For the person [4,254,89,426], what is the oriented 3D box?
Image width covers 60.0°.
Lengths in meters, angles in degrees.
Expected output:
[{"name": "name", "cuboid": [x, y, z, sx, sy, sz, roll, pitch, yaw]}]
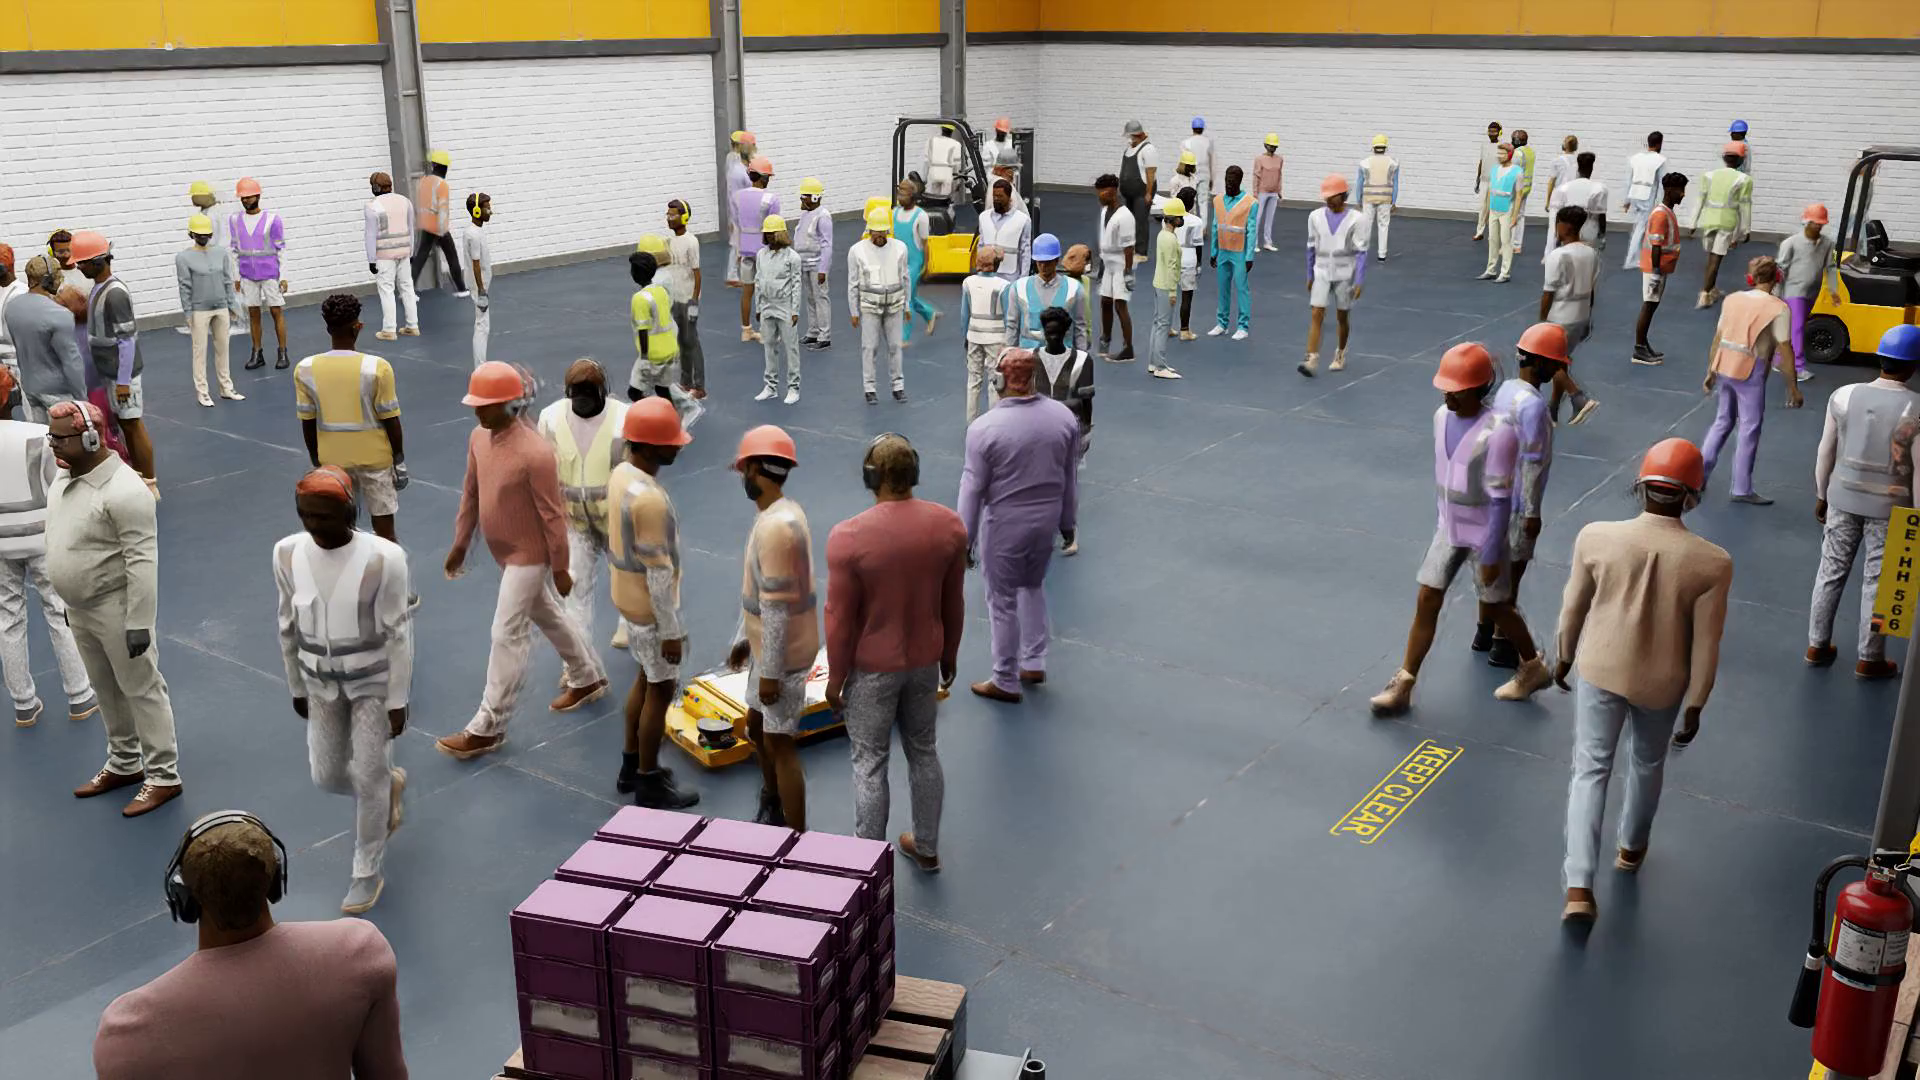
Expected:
[{"name": "person", "cuboid": [-6.354, -1.036, 11.692, 0.637, 1.928, 0.387, 9, 20, 26]}]

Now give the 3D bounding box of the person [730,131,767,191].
[{"name": "person", "cuboid": [-2.930, -4.712, 23.179, 0.579, 1.930, 0.587, 10, 20, 28]}]

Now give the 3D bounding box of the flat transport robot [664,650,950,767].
[{"name": "flat transport robot", "cuboid": [-0.817, 0.801, 8.613, 1.431, 0.197, 0.652, -13, 22, -34]}]

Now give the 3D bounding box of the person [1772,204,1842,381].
[{"name": "person", "cuboid": [8.368, -2.437, 16.394, 0.570, 1.716, 0.773, -5, 18, -14]}]

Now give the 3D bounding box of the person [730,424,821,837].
[{"name": "person", "cuboid": [-0.778, 0.466, 7.062, 0.382, 1.877, 0.631, -3, 18, -8]}]

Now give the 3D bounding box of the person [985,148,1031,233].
[{"name": "person", "cuboid": [0.552, -3.472, 19.116, 0.536, 2.000, 0.688, -1, 18, -2]}]

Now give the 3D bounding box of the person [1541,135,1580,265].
[{"name": "person", "cuboid": [8.616, -4.828, 23.701, 0.501, 1.835, 0.343, 0, 18, -1]}]

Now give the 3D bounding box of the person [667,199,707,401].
[{"name": "person", "cuboid": [-2.585, -2.227, 15.491, 0.325, 1.876, 0.524, -12, 22, -34]}]

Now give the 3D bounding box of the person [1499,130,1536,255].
[{"name": "person", "cuboid": [8.284, -5.176, 24.792, 0.429, 1.833, 0.634, 16, 24, 41]}]

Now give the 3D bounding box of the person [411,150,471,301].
[{"name": "person", "cuboid": [-6.605, -3.923, 20.838, 0.621, 1.871, 1.026, 14, 23, 37]}]

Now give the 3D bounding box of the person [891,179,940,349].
[{"name": "person", "cuboid": [-0.491, -2.987, 17.965, 0.725, 1.819, 0.548, -16, 24, -41]}]

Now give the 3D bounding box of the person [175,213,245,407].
[{"name": "person", "cuboid": [-6.920, -2.127, 15.356, 0.327, 1.765, 0.528, 12, 21, 32]}]

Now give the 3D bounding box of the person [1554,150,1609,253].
[{"name": "person", "cuboid": [7.355, -3.645, 19.815, 0.622, 1.943, 0.711, 16, 24, 41]}]

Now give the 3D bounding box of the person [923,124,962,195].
[{"name": "person", "cuboid": [-0.272, -5.766, 26.511, 0.619, 1.899, 0.485, 6, 19, 18]}]

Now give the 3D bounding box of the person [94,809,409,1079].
[{"name": "person", "cuboid": [-1.540, 1.492, 3.756, 0.632, 1.940, 0.372, -15, 23, -40]}]

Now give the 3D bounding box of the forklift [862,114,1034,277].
[{"name": "forklift", "cuboid": [-0.171, -4.594, 22.377, 2.313, 2.155, 1.214, 1, 18, 3]}]

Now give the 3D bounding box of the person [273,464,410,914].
[{"name": "person", "cuboid": [-2.453, 0.560, 6.796, 0.573, 1.865, 0.607, 1, 18, 4]}]

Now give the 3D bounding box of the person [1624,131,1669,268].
[{"name": "person", "cuboid": [9.755, -4.801, 23.511, 0.749, 1.892, 0.588, -8, 19, -23]}]

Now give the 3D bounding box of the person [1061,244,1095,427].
[{"name": "person", "cuboid": [0.985, -1.736, 14.364, 0.273, 1.629, 0.500, 12, 21, 33]}]

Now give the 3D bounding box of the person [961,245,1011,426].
[{"name": "person", "cuboid": [0.239, -1.684, 14.176, 0.523, 1.636, 0.310, 12, 21, 34]}]

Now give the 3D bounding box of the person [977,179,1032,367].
[{"name": "person", "cuboid": [0.448, -2.690, 16.869, 0.590, 1.919, 0.397, 10, 20, 29]}]

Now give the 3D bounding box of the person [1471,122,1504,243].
[{"name": "person", "cuboid": [8.324, -5.618, 26.129, 0.334, 1.860, 0.509, -15, 23, -39]}]

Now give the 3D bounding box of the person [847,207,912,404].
[{"name": "person", "cuboid": [-0.737, -2.159, 15.374, 0.602, 1.819, 0.403, -6, 19, -17]}]

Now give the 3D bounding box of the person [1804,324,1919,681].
[{"name": "person", "cuboid": [4.961, -0.204, 9.044, 0.406, 1.946, 0.608, -13, 22, -35]}]

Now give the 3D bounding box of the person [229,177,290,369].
[{"name": "person", "cuboid": [-7.090, -2.692, 16.840, 0.542, 1.939, 0.368, 0, 18, -1]}]

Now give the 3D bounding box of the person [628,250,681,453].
[{"name": "person", "cuboid": [-2.499, -1.509, 13.559, 0.387, 1.679, 0.570, 4, 18, 13]}]

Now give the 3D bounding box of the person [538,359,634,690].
[{"name": "person", "cuboid": [-1.973, -0.136, 9.118, 0.642, 1.774, 1.058, 1, 18, 2]}]

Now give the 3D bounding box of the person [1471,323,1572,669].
[{"name": "person", "cuboid": [3.110, -0.243, 9.201, 0.373, 1.928, 0.543, 0, 18, -1]}]

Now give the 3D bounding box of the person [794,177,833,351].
[{"name": "person", "cuboid": [-1.573, -2.953, 17.827, 0.403, 1.835, 0.588, -9, 20, -25]}]

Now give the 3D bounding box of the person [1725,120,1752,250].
[{"name": "person", "cuboid": [11.782, -5.398, 25.309, 0.412, 1.938, 0.610, 10, 20, 28]}]

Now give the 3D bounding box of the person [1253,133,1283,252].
[{"name": "person", "cuboid": [4.647, -5.234, 25.074, 0.533, 1.765, 0.329, -8, 20, -25]}]

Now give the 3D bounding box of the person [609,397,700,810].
[{"name": "person", "cuboid": [-1.397, 0.287, 7.570, 0.397, 1.915, 0.583, -8, 19, -22]}]

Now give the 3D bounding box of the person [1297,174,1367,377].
[{"name": "person", "cuboid": [3.682, -2.599, 16.470, 0.623, 1.985, 1.016, 9, 20, 25]}]

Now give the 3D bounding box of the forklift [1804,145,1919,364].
[{"name": "forklift", "cuboid": [9.803, -2.879, 17.013, 2.313, 2.155, 1.214, 12, 21, 33]}]
